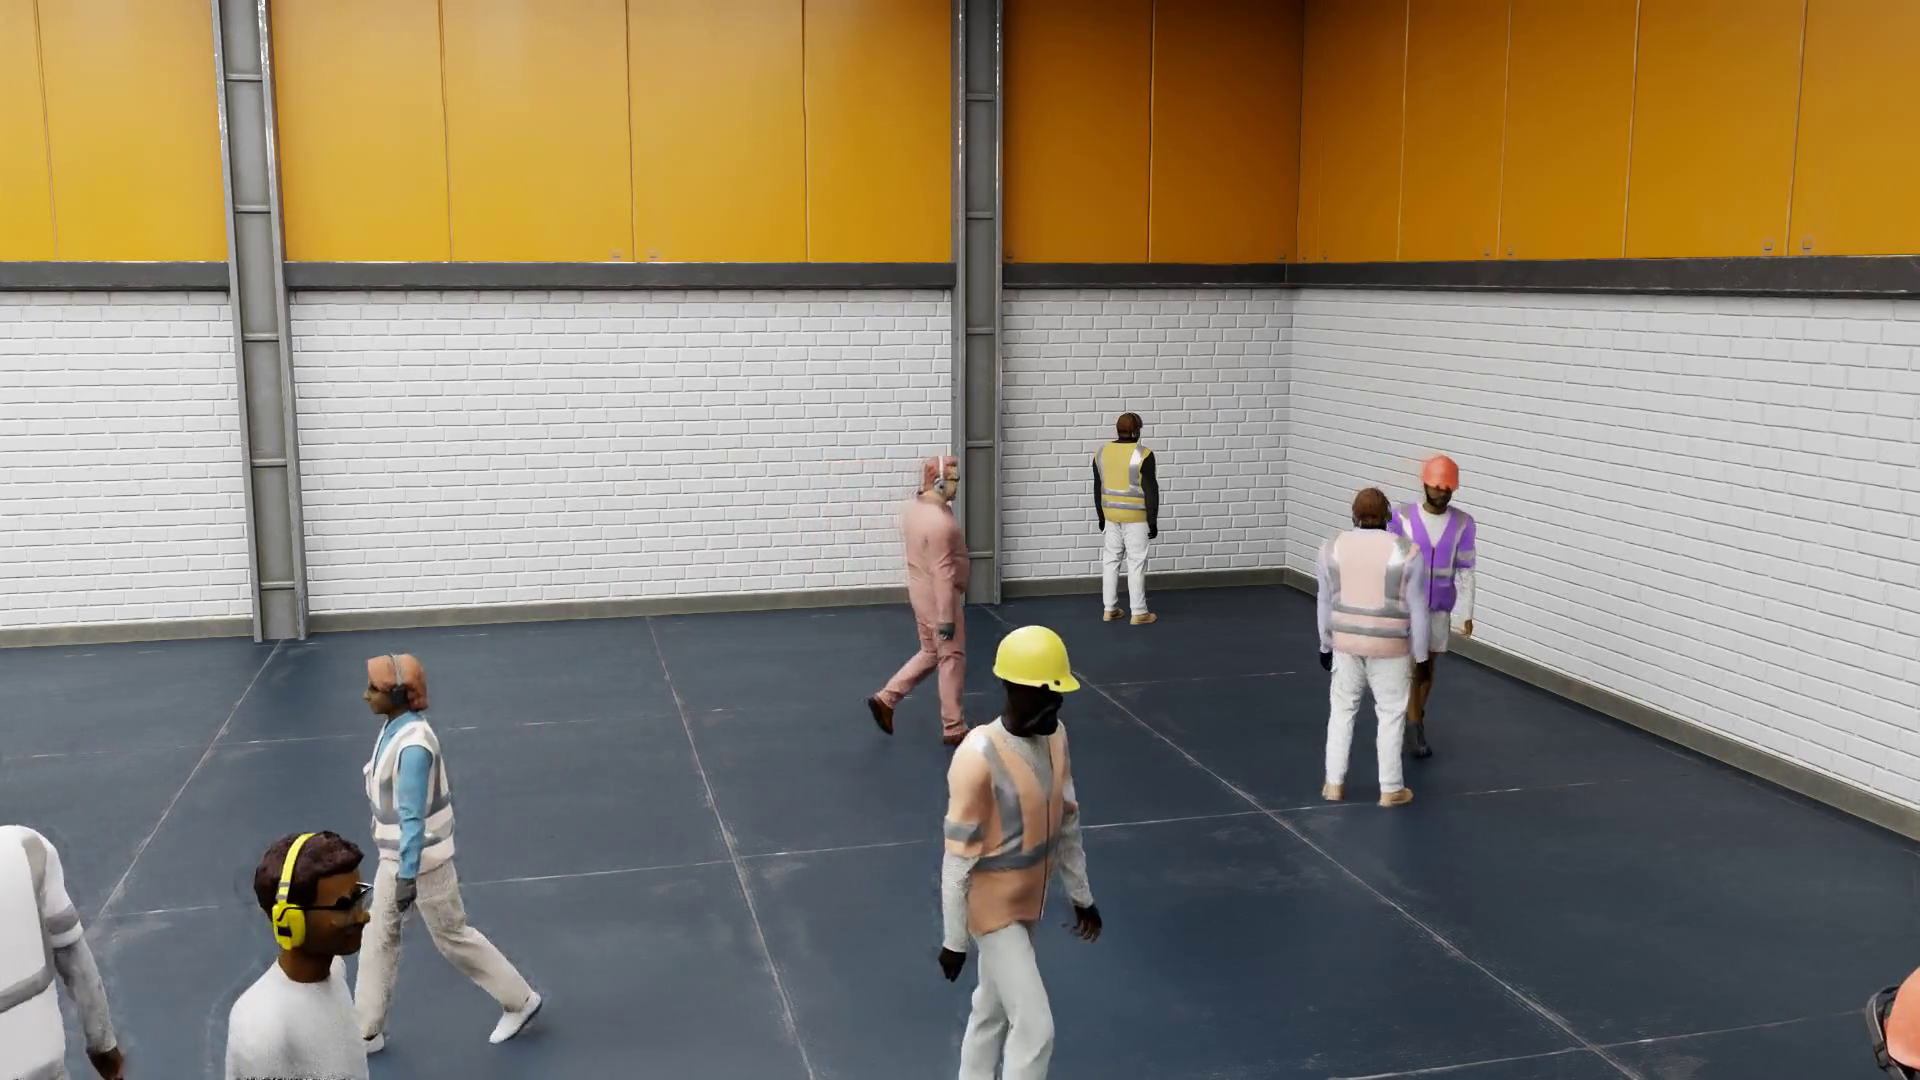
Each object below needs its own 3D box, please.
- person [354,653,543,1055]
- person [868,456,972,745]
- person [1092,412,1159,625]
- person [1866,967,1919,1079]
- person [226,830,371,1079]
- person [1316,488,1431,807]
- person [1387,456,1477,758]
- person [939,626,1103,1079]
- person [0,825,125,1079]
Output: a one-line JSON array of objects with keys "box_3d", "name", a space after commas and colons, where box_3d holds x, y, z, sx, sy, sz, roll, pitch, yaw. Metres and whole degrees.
[{"box_3d": [-2.053, 1.213, 6.433, 0.824, 1.608, 0.538, -5, 10, -28], "name": "person"}, {"box_3d": [-0.183, 0.397, 10.620, 0.685, 1.890, 0.657, -3, 10, -18], "name": "person"}, {"box_3d": [1.462, -0.187, 14.437, 0.633, 1.841, 0.429, 7, 12, 38], "name": "person"}, {"box_3d": [1.515, 1.609, 2.625, 0.609, 2.034, 0.400, -7, 12, -38], "name": "person"}, {"box_3d": [-1.501, 1.538, 3.708, 0.902, 1.840, 0.515, 1, 9, 4], "name": "person"}, {"box_3d": [2.359, 0.623, 9.499, 0.682, 1.828, 0.431, 6, 11, 33], "name": "person"}, {"box_3d": [2.953, 0.422, 10.446, 0.573, 1.895, 0.866, 0, 9, 2], "name": "person"}, {"box_3d": [0.239, 1.212, 5.494, 0.708, 1.899, 0.607, 5, 10, 28], "name": "person"}, {"box_3d": [-2.556, 1.398, 4.393, 0.501, 1.888, 0.628, 3, 10, 19], "name": "person"}]
